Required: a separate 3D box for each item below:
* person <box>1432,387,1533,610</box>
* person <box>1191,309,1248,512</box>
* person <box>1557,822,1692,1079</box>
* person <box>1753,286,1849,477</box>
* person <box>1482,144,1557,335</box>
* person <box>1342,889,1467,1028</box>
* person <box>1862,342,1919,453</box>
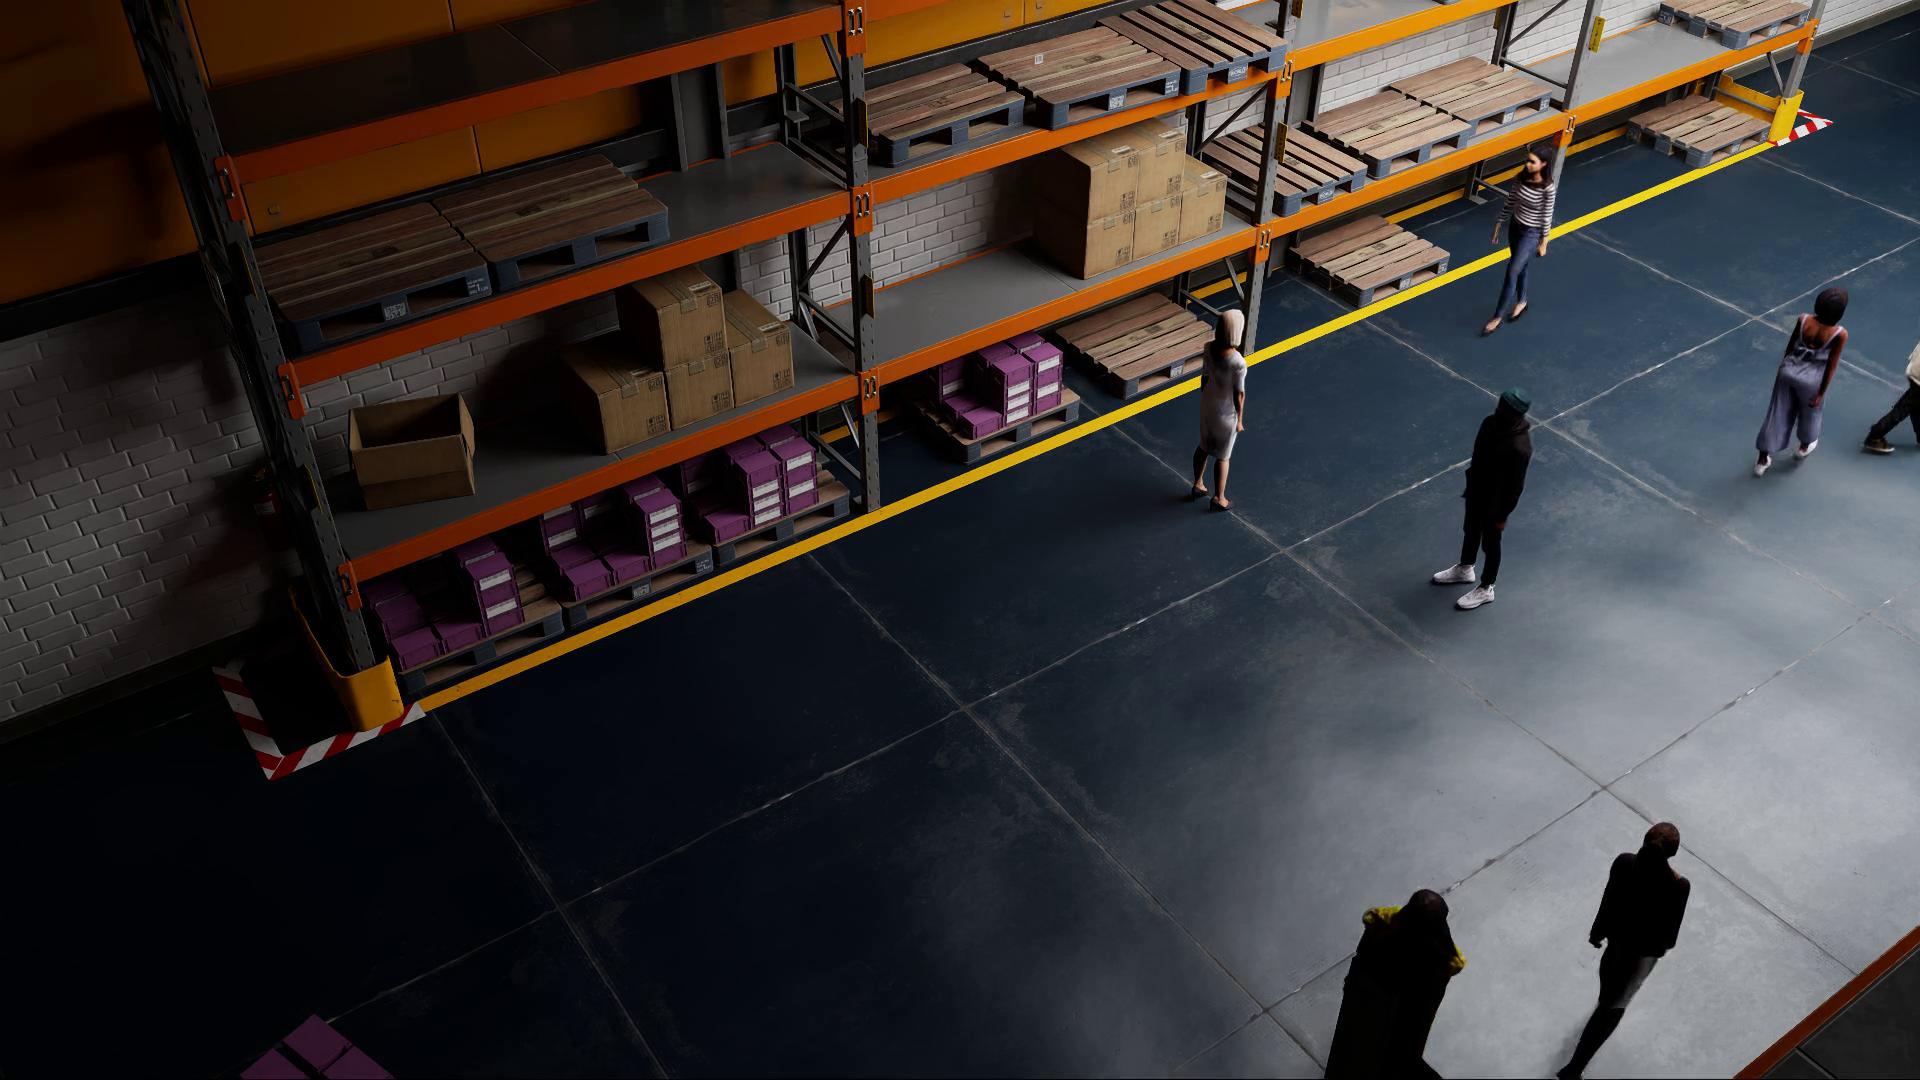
[{"bbox_3d":[3.778,-0.319,11.816,0.697,1.818,0.737,-10,40,-13],"label":"person"},{"bbox_3d":[1.989,-0.994,12.716,0.518,1.751,0.576,-28,46,-30],"label":"person"},{"bbox_3d":[3.505,2.188,8.778,0.703,1.691,1.223,32,48,33],"label":"person"},{"bbox_3d":[6.570,-1.216,13.054,0.713,1.674,0.963,30,47,32],"label":"person"},{"bbox_3d":[5.101,-2.709,14.853,0.861,1.763,0.633,-21,43,-24],"label":"person"},{"bbox_3d":[2.303,2.318,8.666,0.911,1.628,1.220,28,46,31],"label":"person"},{"bbox_3d":[7.689,-1.310,13.374,1.013,1.422,0.940,4,39,5],"label":"person"}]
